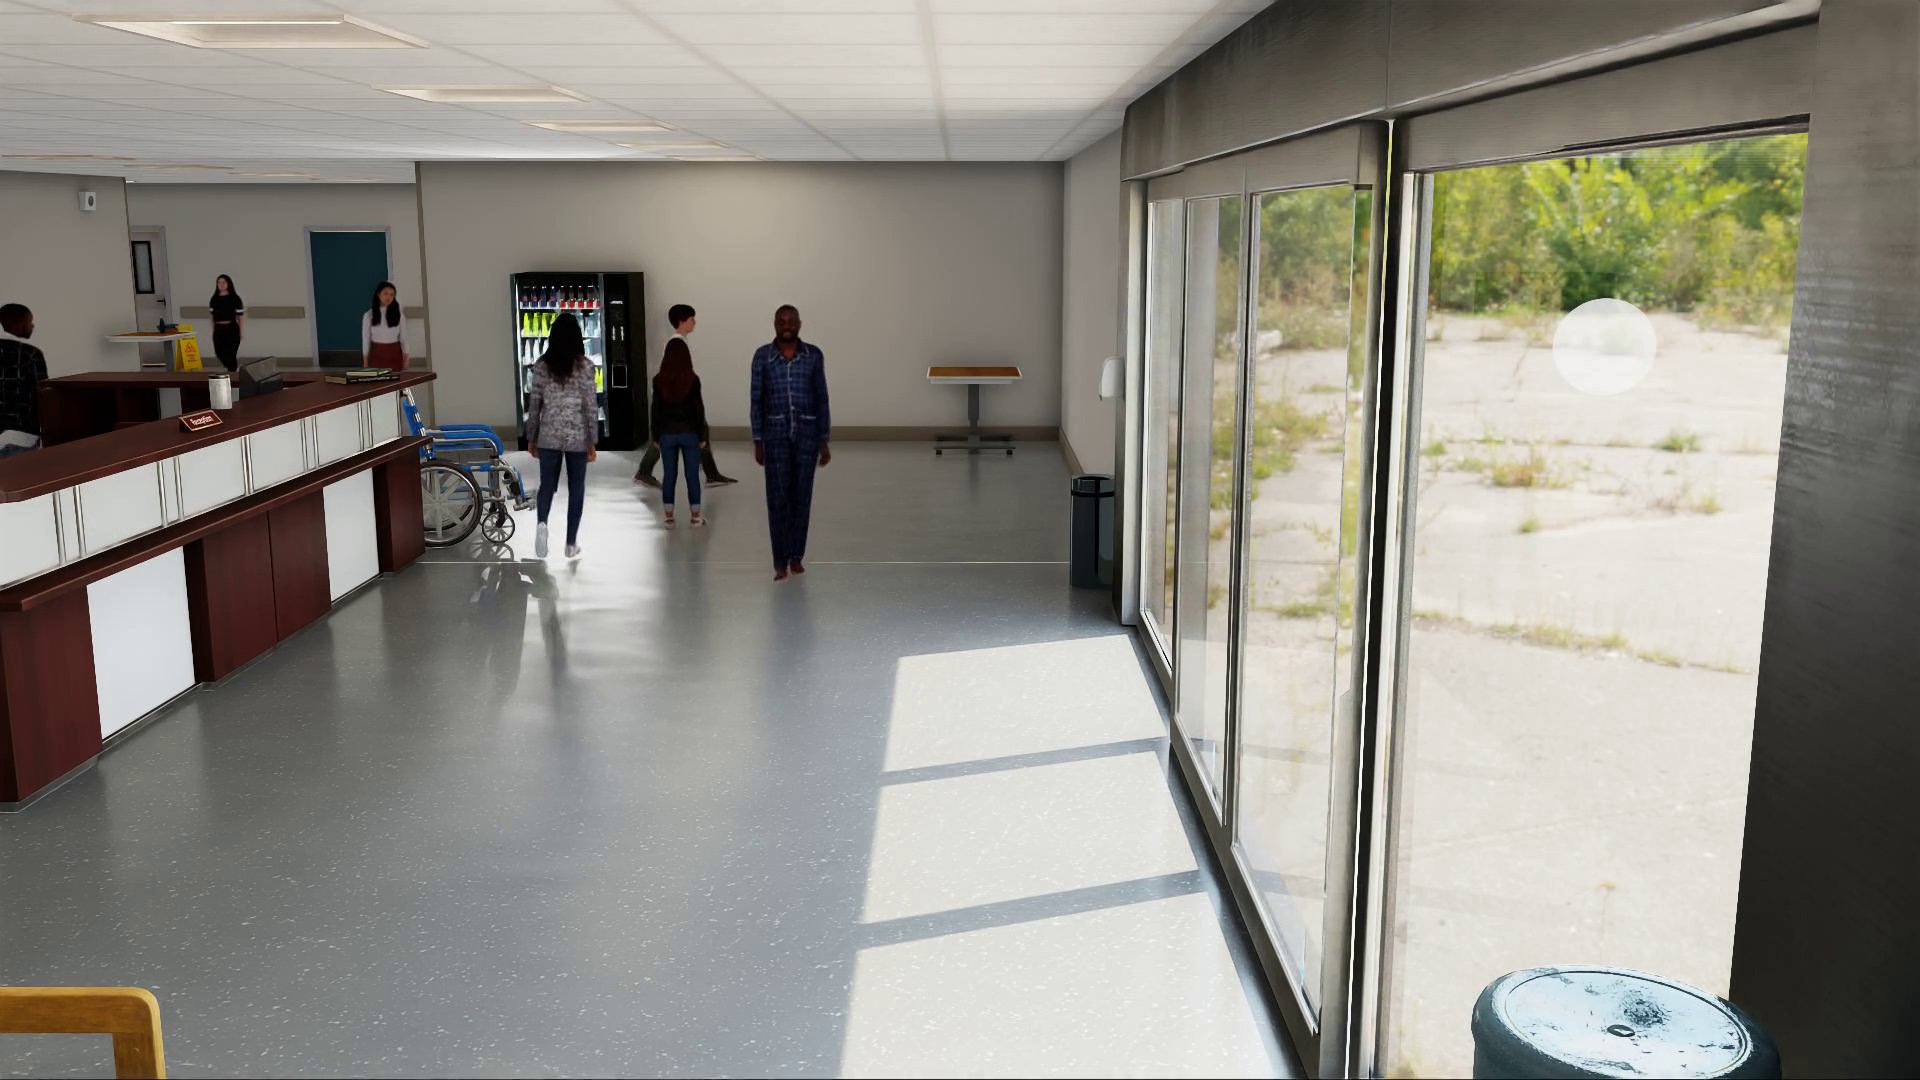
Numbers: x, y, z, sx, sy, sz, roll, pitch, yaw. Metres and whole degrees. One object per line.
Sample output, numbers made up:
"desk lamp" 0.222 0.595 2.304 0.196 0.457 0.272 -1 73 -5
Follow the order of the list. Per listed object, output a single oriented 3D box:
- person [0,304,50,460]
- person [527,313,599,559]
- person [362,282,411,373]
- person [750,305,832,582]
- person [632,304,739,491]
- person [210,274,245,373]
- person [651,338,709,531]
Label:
"person" -6.423 -0.659 11.212 1.150 1.765 0.730 0 11 -2
"person" -2.751 -0.682 11.475 0.922 1.713 0.717 -1 11 -5
"person" -6.021 -1.807 17.465 1.142 1.690 0.971 -4 11 -20
"person" -1.121 -0.656 11.106 0.907 1.799 0.837 -2 11 -12
"person" -2.515 -1.207 14.505 1.116 1.615 0.548 0 11 0
"person" -10.435 -2.967 23.732 0.669 1.632 0.709 -1 11 -6
"person" -2.169 -0.820 12.837 0.434 1.477 0.630 0 11 -1
